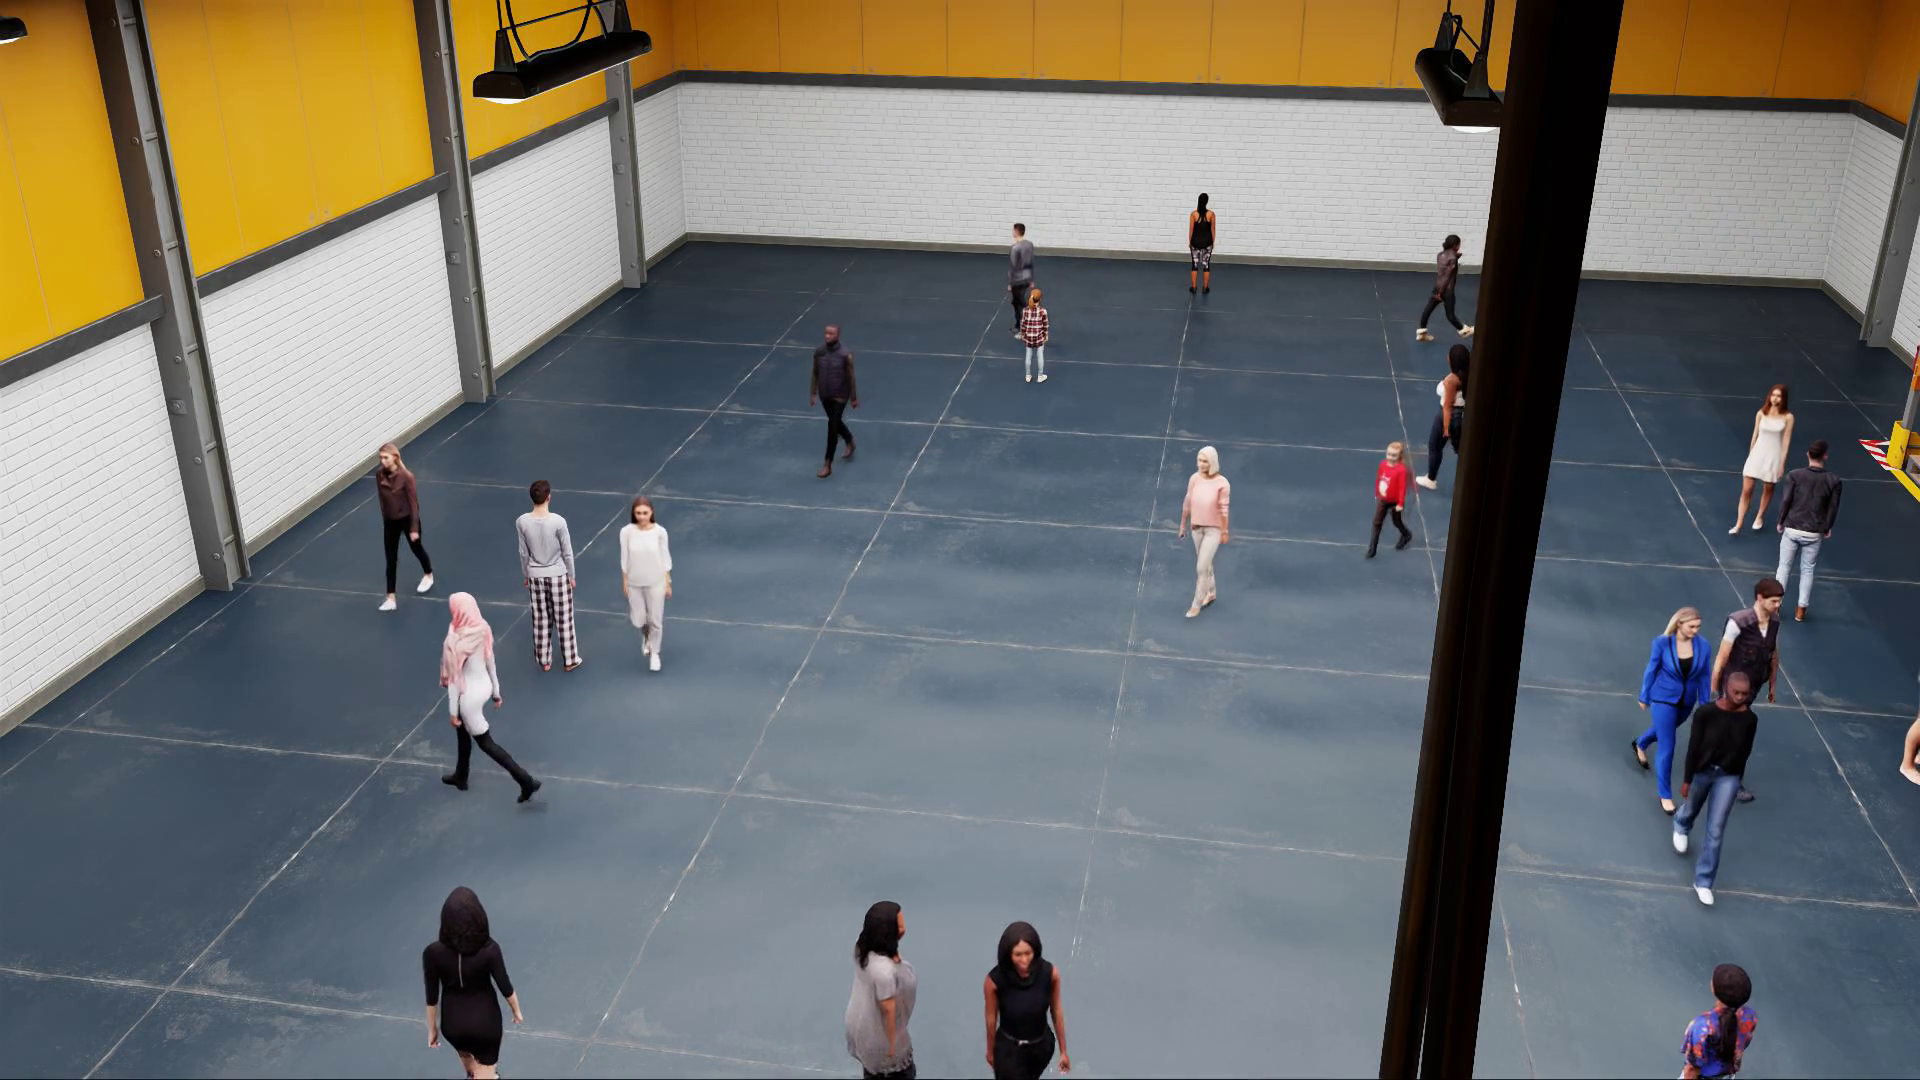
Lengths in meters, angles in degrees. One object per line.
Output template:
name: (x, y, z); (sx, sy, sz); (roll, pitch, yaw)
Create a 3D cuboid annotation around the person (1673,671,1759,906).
person: (5.446, 1.699, 12.103); (0.674, 1.714, 1.164); (7, 25, 15)

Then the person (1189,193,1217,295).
person: (3.950, -4.866, 27.189); (0.584, 1.660, 0.516); (3, 24, 6)

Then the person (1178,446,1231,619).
person: (2.465, -0.129, 16.299); (0.867, 1.703, 0.991); (19, 30, 36)

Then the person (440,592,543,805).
person: (-3.720, 1.278, 13.006); (0.896, 1.762, 1.206); (9, 25, 20)

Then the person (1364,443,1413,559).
person: (4.585, -0.443, 17.568); (0.975, 1.261, 0.830); (-21, 31, -39)

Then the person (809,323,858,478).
person: (-1.446, -1.704, 19.793); (0.983, 1.790, 1.307); (13, 27, 26)

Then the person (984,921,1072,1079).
person: (0.341, 2.866, 9.452); (0.984, 1.699, 1.252); (-7, 25, -16)

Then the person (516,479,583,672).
person: (-3.729, 0.327, 15.074); (0.656, 1.847, 0.571); (1, 24, 2)

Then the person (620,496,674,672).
person: (-2.870, 0.355, 15.223); (0.718, 1.678, 0.781); (-3, 24, -6)

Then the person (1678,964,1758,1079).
person: (4.080, 3.087, 8.944); (0.926, 1.701, 1.303); (-5, 24, -11)

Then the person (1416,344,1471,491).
person: (5.708, -1.329, 18.947); (1.146, 1.780, 1.175); (-17, 29, -34)

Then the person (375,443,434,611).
person: (-5.468, -0.174, 16.463); (0.667, 1.654, 1.091); (6, 24, 13)

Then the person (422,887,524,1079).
person: (-2.780, 2.852, 9.410); (0.780, 1.758, 1.146); (-1, 24, -1)

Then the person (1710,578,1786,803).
person: (6.179, 1.098, 13.342); (0.981, 1.823, 1.123); (-8, 25, -17)

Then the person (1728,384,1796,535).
person: (8.798, -0.893, 18.070); (0.836, 1.684, 1.031); (16, 28, 32)

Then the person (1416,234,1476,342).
person: (7.271, -3.696, 24.546); (0.946, 1.633, 1.100); (12, 26, 25)

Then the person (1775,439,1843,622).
person: (8.143, -0.091, 16.046); (0.701, 1.835, 0.627); (9, 25, 21)

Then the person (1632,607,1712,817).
person: (5.594, 1.257, 13.182); (0.792, 1.659, 1.213); (-2, 24, -3)

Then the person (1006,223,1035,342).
person: (0.966, -3.811, 24.665); (0.850, 1.747, 0.788); (19, 30, 36)

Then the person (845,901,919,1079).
person: (-0.540, 2.818, 9.691); (0.861, 1.596, 0.803); (-11, 26, -23)

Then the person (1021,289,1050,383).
person: (1.031, -2.831, 22.977); (0.540, 1.305, 0.510); (6, 24, 13)
